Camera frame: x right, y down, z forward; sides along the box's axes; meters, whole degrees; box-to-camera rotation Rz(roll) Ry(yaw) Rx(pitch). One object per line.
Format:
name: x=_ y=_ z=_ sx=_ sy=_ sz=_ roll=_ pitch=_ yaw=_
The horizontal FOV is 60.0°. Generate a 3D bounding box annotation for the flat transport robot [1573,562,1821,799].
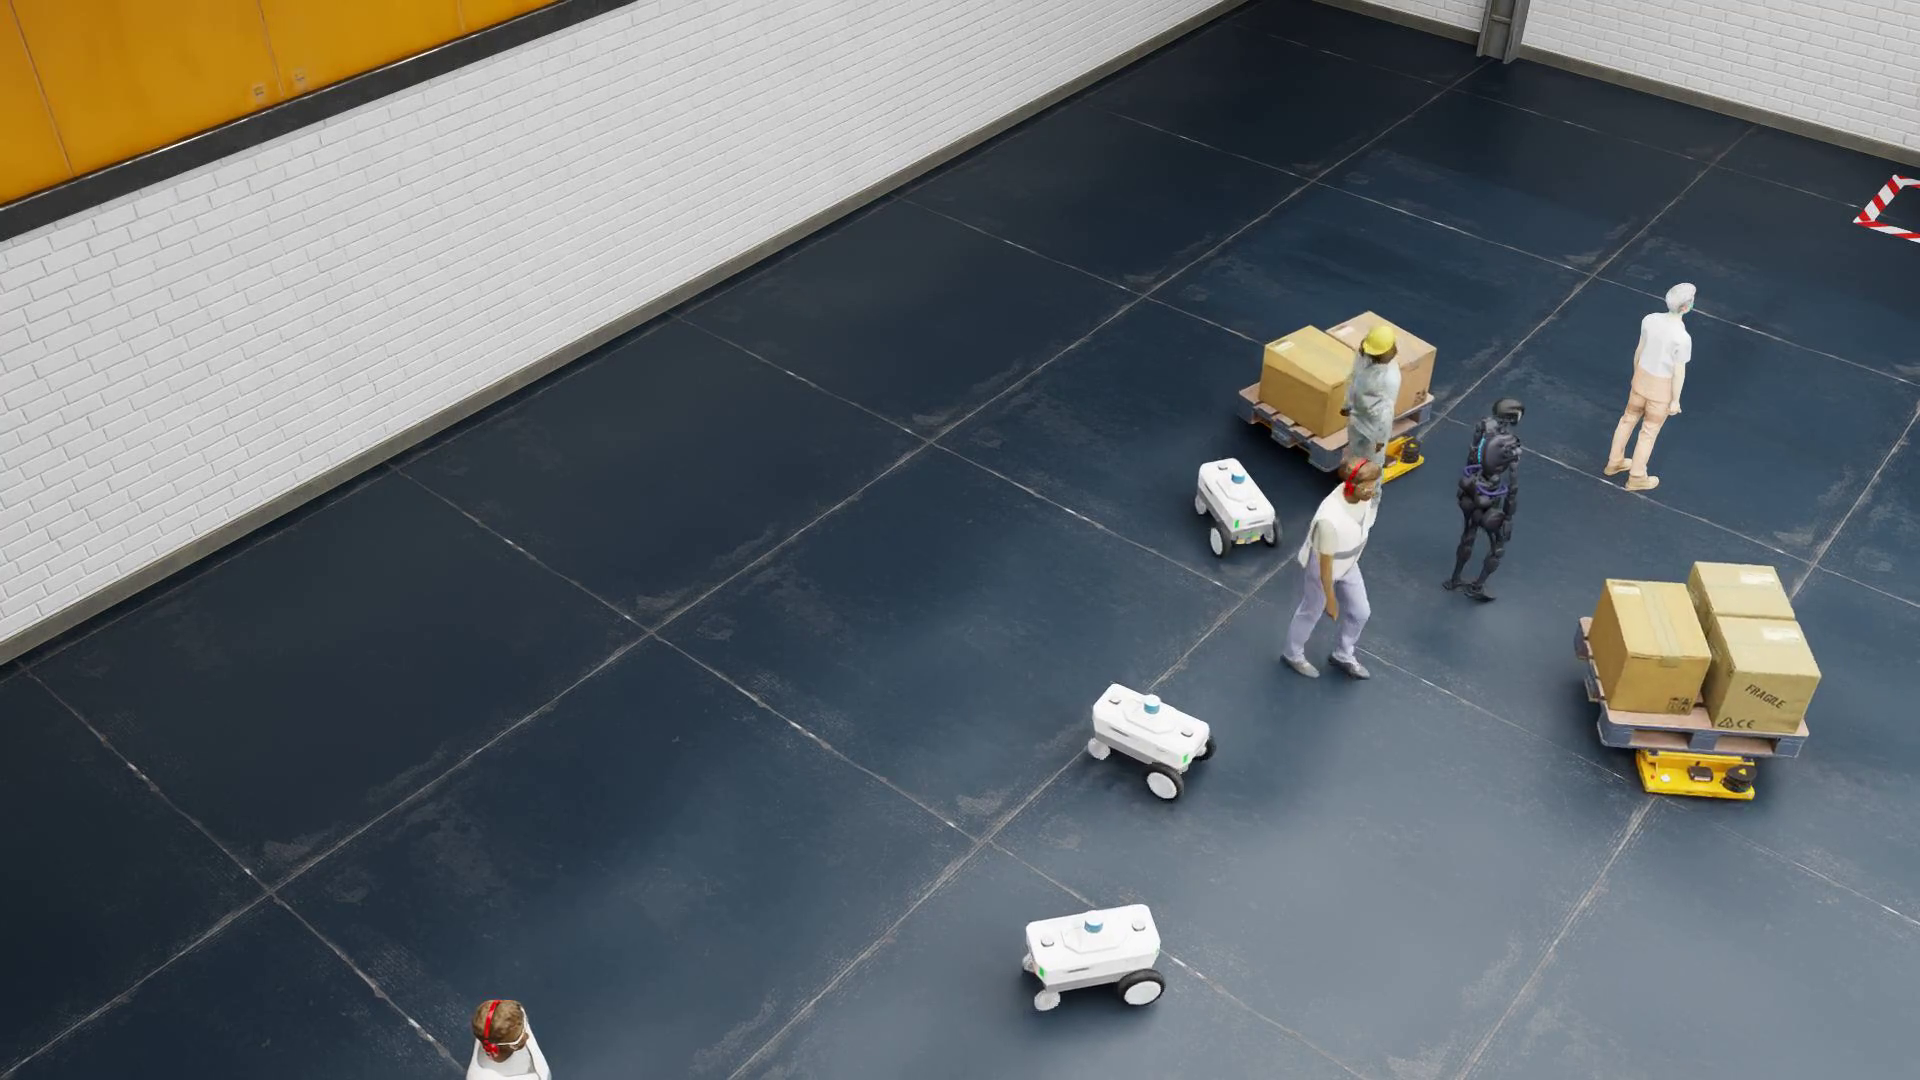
flat transport robot: x=4.697 y=1.104 z=10.917 sx=0.659 sy=0.231 sz=1.431 roll=3 pitch=39 yaw=4

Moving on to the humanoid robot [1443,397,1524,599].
humanoid robot: x=3.650 y=-0.309 z=11.547 sx=0.332 sy=1.657 sz=0.599 roll=-11 pitch=40 yaw=-13

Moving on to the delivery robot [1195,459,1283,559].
delivery robot: x=2.049 y=-0.270 z=12.379 sx=0.499 sy=0.577 sz=0.769 roll=-11 pitch=40 yaw=-13

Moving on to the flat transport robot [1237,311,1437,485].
flat transport robot: x=2.981 y=-0.900 z=13.404 sx=0.659 sy=0.231 sz=1.431 roll=-25 pitch=45 yaw=-28

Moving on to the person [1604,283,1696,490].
person: x=5.252 y=-1.162 z=12.548 sx=0.320 sy=1.750 sz=0.473 roll=-16 pitch=42 yaw=-19

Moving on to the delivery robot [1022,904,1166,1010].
delivery robot: x=0.747 y=2.284 z=9.229 sx=0.801 sy=0.602 sz=0.499 roll=-7 pitch=39 yaw=-9

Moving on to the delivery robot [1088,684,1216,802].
delivery robot: x=1.202 y=1.219 z=10.520 sx=0.738 sy=0.563 sz=0.499 roll=23 pitch=44 yaw=26

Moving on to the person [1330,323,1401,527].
person: x=2.979 y=-0.882 z=12.225 sx=0.381 sy=1.723 sz=0.526 roll=-18 pitch=42 yaw=-21

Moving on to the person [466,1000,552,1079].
person: x=-2.026 y=2.712 z=7.666 sx=0.376 sy=1.840 sz=0.571 roll=-1 pitch=39 yaw=-1

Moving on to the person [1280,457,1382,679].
person: x=2.478 y=0.232 z=10.762 sx=0.709 sy=1.819 sz=0.574 roll=31 pitch=48 yaw=33
